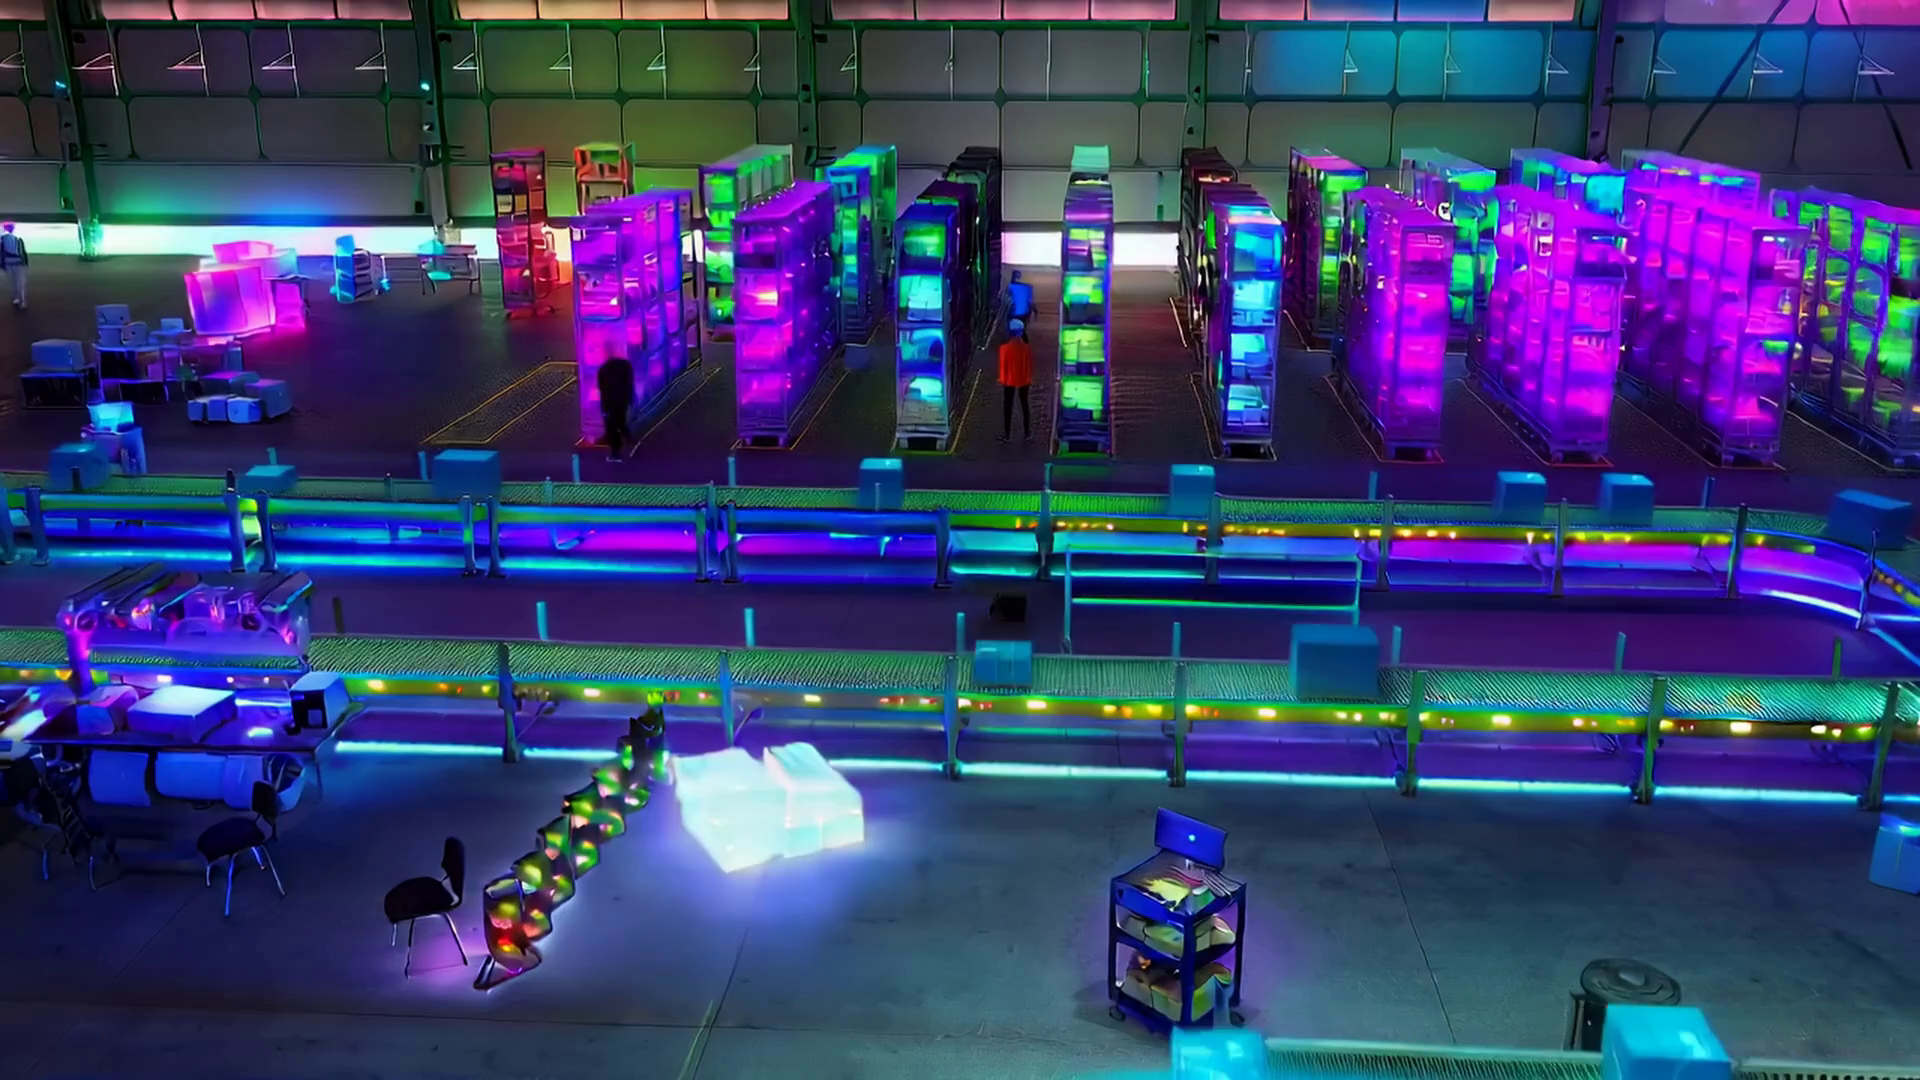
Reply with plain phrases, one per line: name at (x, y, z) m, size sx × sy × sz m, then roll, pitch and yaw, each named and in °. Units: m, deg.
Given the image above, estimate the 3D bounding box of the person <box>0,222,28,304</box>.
person at (-22.122, -6.451, 38.870) m, size 0.617 × 1.934 × 0.634 m, roll -9°, pitch 19°, yaw -26°

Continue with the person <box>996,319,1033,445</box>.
person at (0.855, -2.492, 26.202) m, size 0.611 × 1.996 × 0.379 m, roll -6°, pitch 18°, yaw -18°

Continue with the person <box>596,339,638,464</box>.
person at (-5.207, -2.079, 25.069) m, size 0.443 × 1.893 × 0.651 m, roll 10°, pitch 20°, yaw 28°

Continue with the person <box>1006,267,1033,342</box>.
person at (1.161, -4.412, 32.534) m, size 0.567 × 1.849 × 0.389 m, roll -10°, pitch 20°, yaw -29°
